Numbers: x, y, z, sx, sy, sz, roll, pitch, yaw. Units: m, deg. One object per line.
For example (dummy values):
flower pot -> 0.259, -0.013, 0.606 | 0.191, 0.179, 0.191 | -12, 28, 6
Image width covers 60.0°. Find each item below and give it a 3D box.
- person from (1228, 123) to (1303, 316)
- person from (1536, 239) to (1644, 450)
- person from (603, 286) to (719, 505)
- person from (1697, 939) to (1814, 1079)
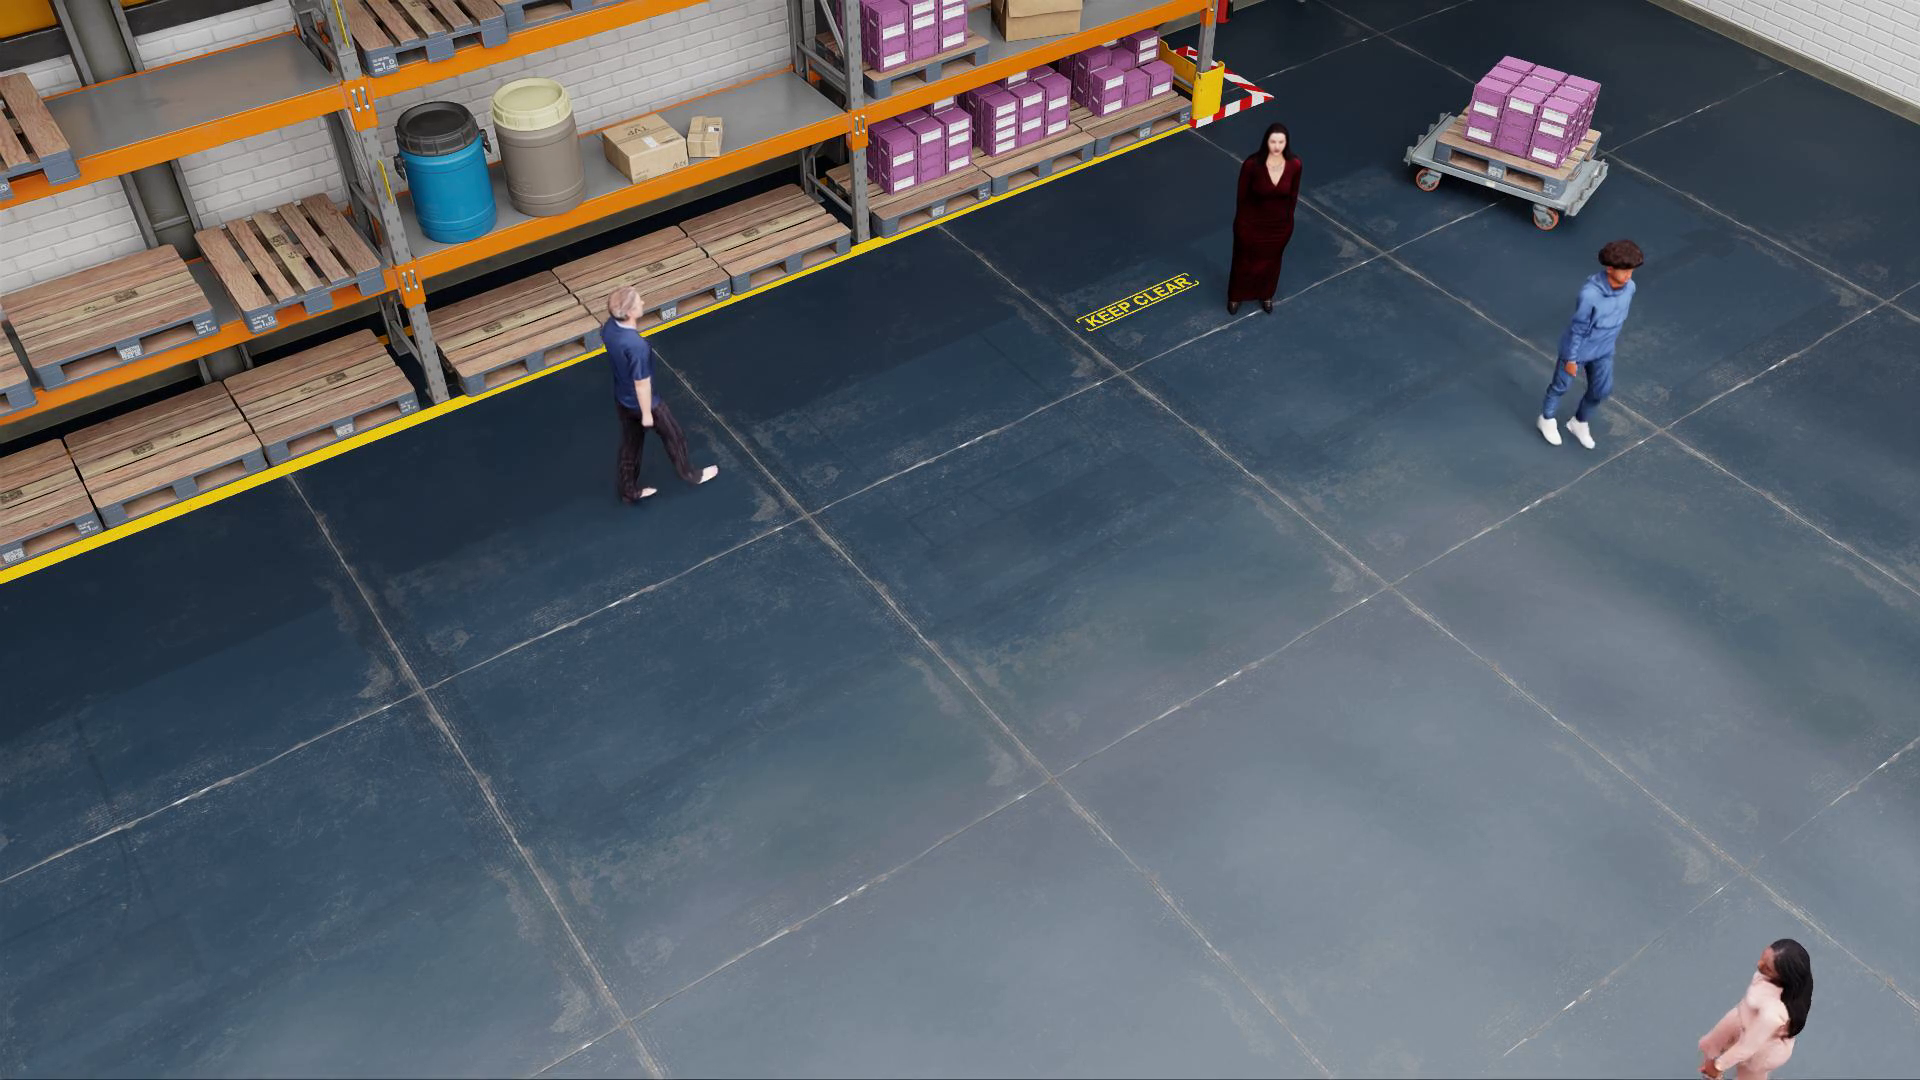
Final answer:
person -> 2.484, -2.622, 13.620 | 0.721, 1.757, 0.823 | -2, 44, -2
person -> 4.634, -1.503, 12.418 | 0.700, 1.794, 0.828 | -12, 45, -12
person -> -2.363, -0.966, 11.816 | 0.962, 1.847, 0.696 | -28, 50, -26
person -> 4.043, 2.504, 8.295 | 0.881, 1.679, 0.825 | 26, 49, 25
